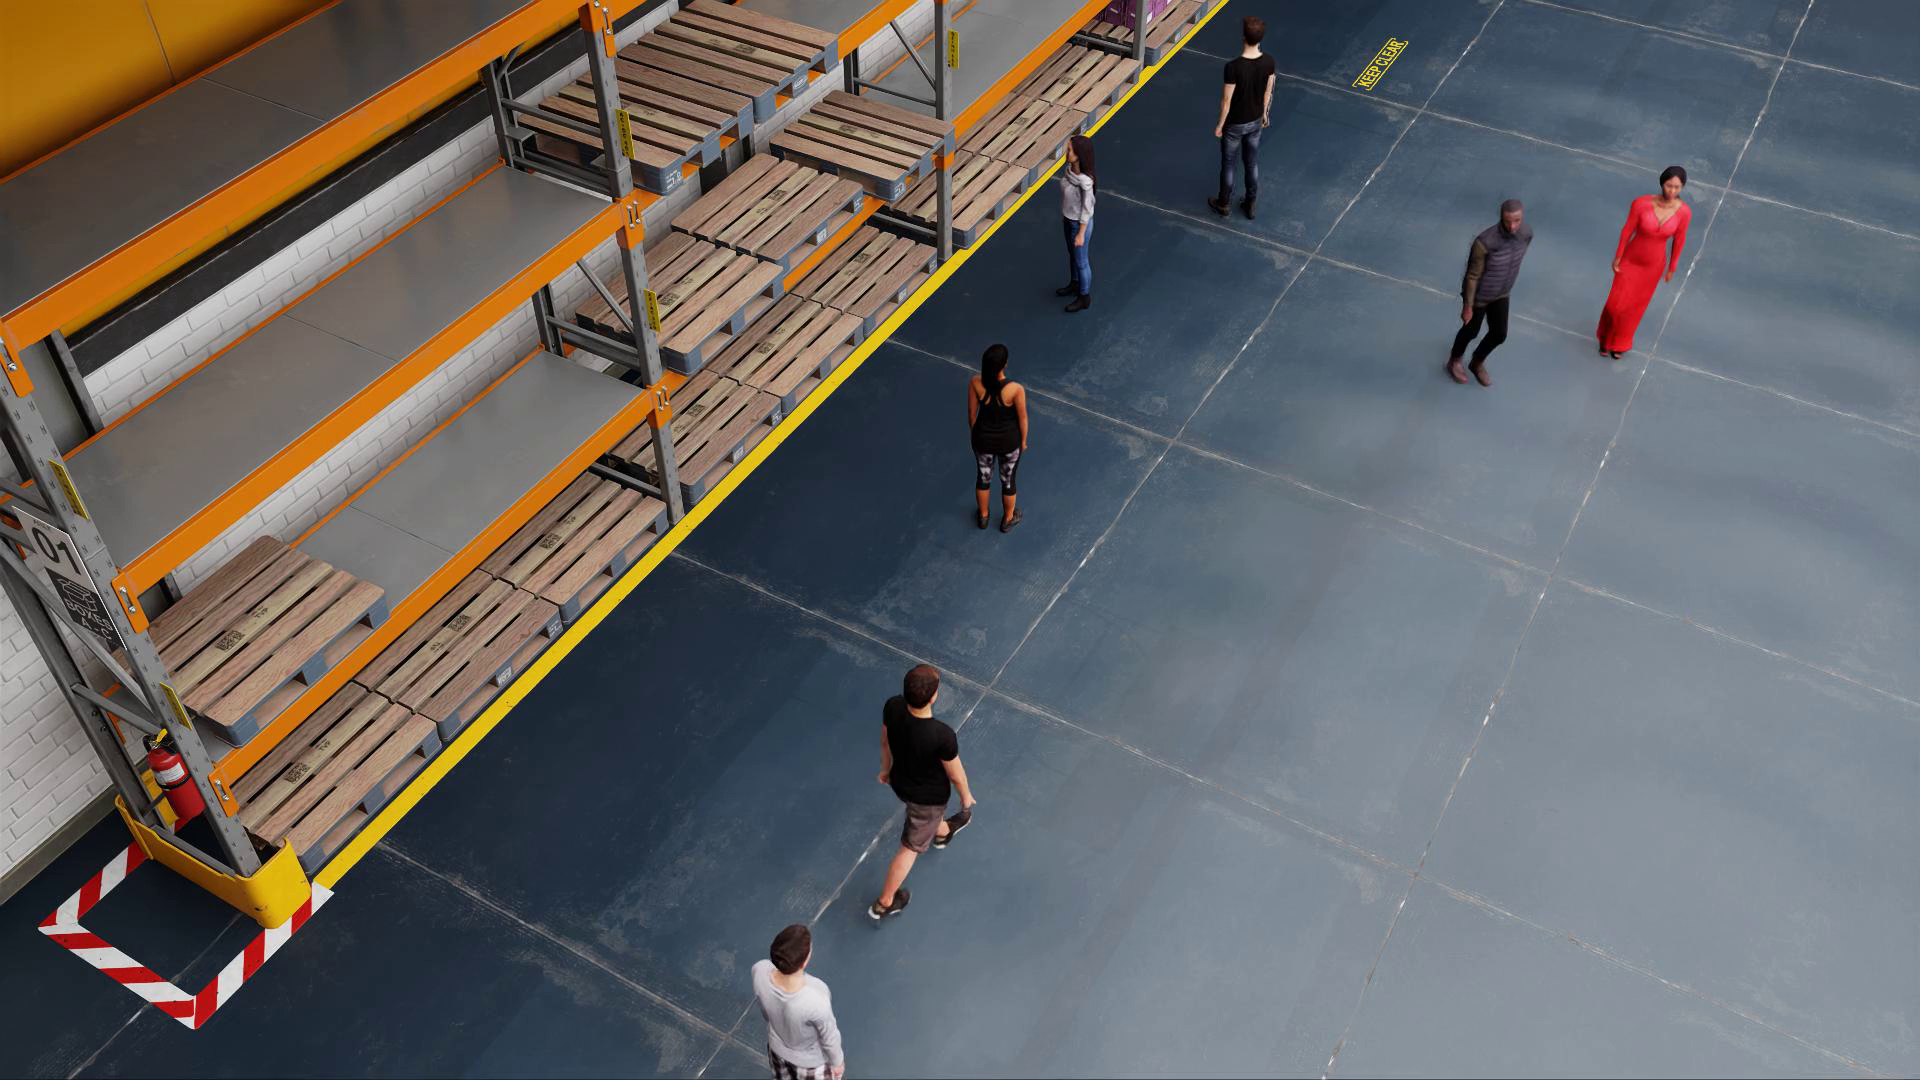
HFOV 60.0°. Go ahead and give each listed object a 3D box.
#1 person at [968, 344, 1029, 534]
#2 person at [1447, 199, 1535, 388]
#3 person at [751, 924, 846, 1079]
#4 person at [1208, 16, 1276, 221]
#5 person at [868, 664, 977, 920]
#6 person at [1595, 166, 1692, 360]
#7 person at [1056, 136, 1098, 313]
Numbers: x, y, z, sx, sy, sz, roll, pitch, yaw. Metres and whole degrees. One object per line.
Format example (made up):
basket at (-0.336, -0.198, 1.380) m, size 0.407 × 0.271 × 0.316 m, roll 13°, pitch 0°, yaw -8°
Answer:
person at (0.262, -0.735, 11.876) m, size 0.624 × 1.661 × 0.585 m, roll 11°, pitch 45°, yaw 11°
person at (4.129, -1.972, 13.076) m, size 0.864 × 1.796 × 0.930 m, roll -21°, pitch 47°, yaw -20°
person at (-0.791, 2.531, 8.313) m, size 0.623 × 1.847 × 0.527 m, roll 24°, pitch 49°, yaw 23°
person at (2.540, -3.753, 14.872) m, size 0.845 × 1.897 × 0.910 m, roll -12°, pitch 45°, yaw -13°
person at (-0.291, 1.453, 9.463) m, size 0.864 × 1.821 × 1.269 m, roll 31°, pitch 52°, yaw 29°
person at (5.491, -2.254, 13.389) m, size 0.720 × 1.773 × 0.749 m, roll 9°, pitch 44°, yaw 10°
person at (0.992, -2.656, 13.914) m, size 0.732 × 1.631 × 0.665 m, roll -9°, pitch 44°, yaw -10°
